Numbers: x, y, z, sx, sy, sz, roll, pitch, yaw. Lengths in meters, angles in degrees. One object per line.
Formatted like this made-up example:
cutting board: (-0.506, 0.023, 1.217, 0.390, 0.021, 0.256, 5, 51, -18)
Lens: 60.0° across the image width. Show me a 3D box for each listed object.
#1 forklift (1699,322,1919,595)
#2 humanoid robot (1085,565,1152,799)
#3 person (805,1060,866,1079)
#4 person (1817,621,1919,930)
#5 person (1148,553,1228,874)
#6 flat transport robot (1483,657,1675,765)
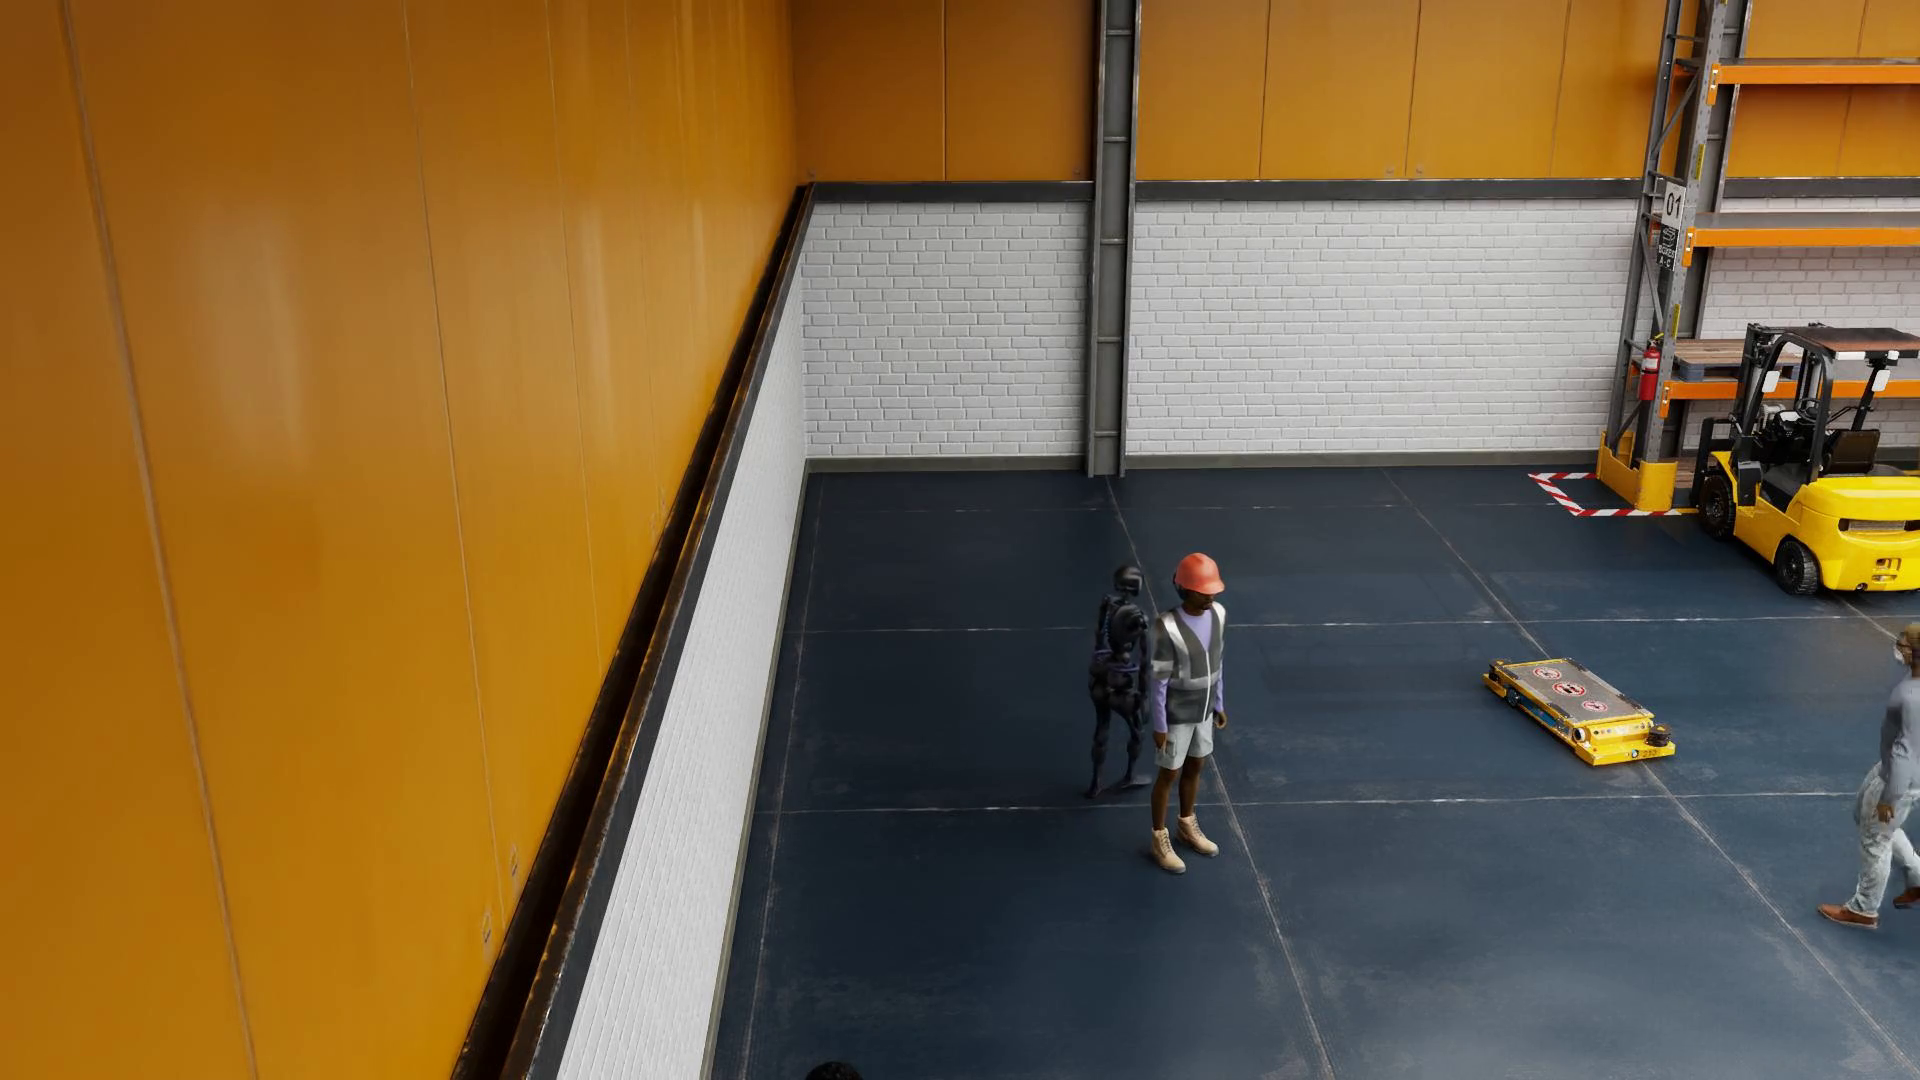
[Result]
forklift: (7.809, -0.792, 14.926, 1.214, 2.155, 2.313, -1, 20, -2)
humanoid robot: (1.060, 0.929, 11.011, 0.478, 1.644, 0.585, -13, 24, -31)
person: (-0.426, 2.674, 6.248, 0.320, 1.692, 0.531, -8, 22, -21)
person: (5.389, 1.362, 9.477, 0.526, 1.921, 0.676, 14, 25, 34)
person: (1.409, 1.040, 10.177, 0.606, 2.044, 0.369, -16, 25, -36)
flat transport robot: (4.522, 1.227, 12.226, 0.659, 0.231, 1.431, -5, 21, -14)
